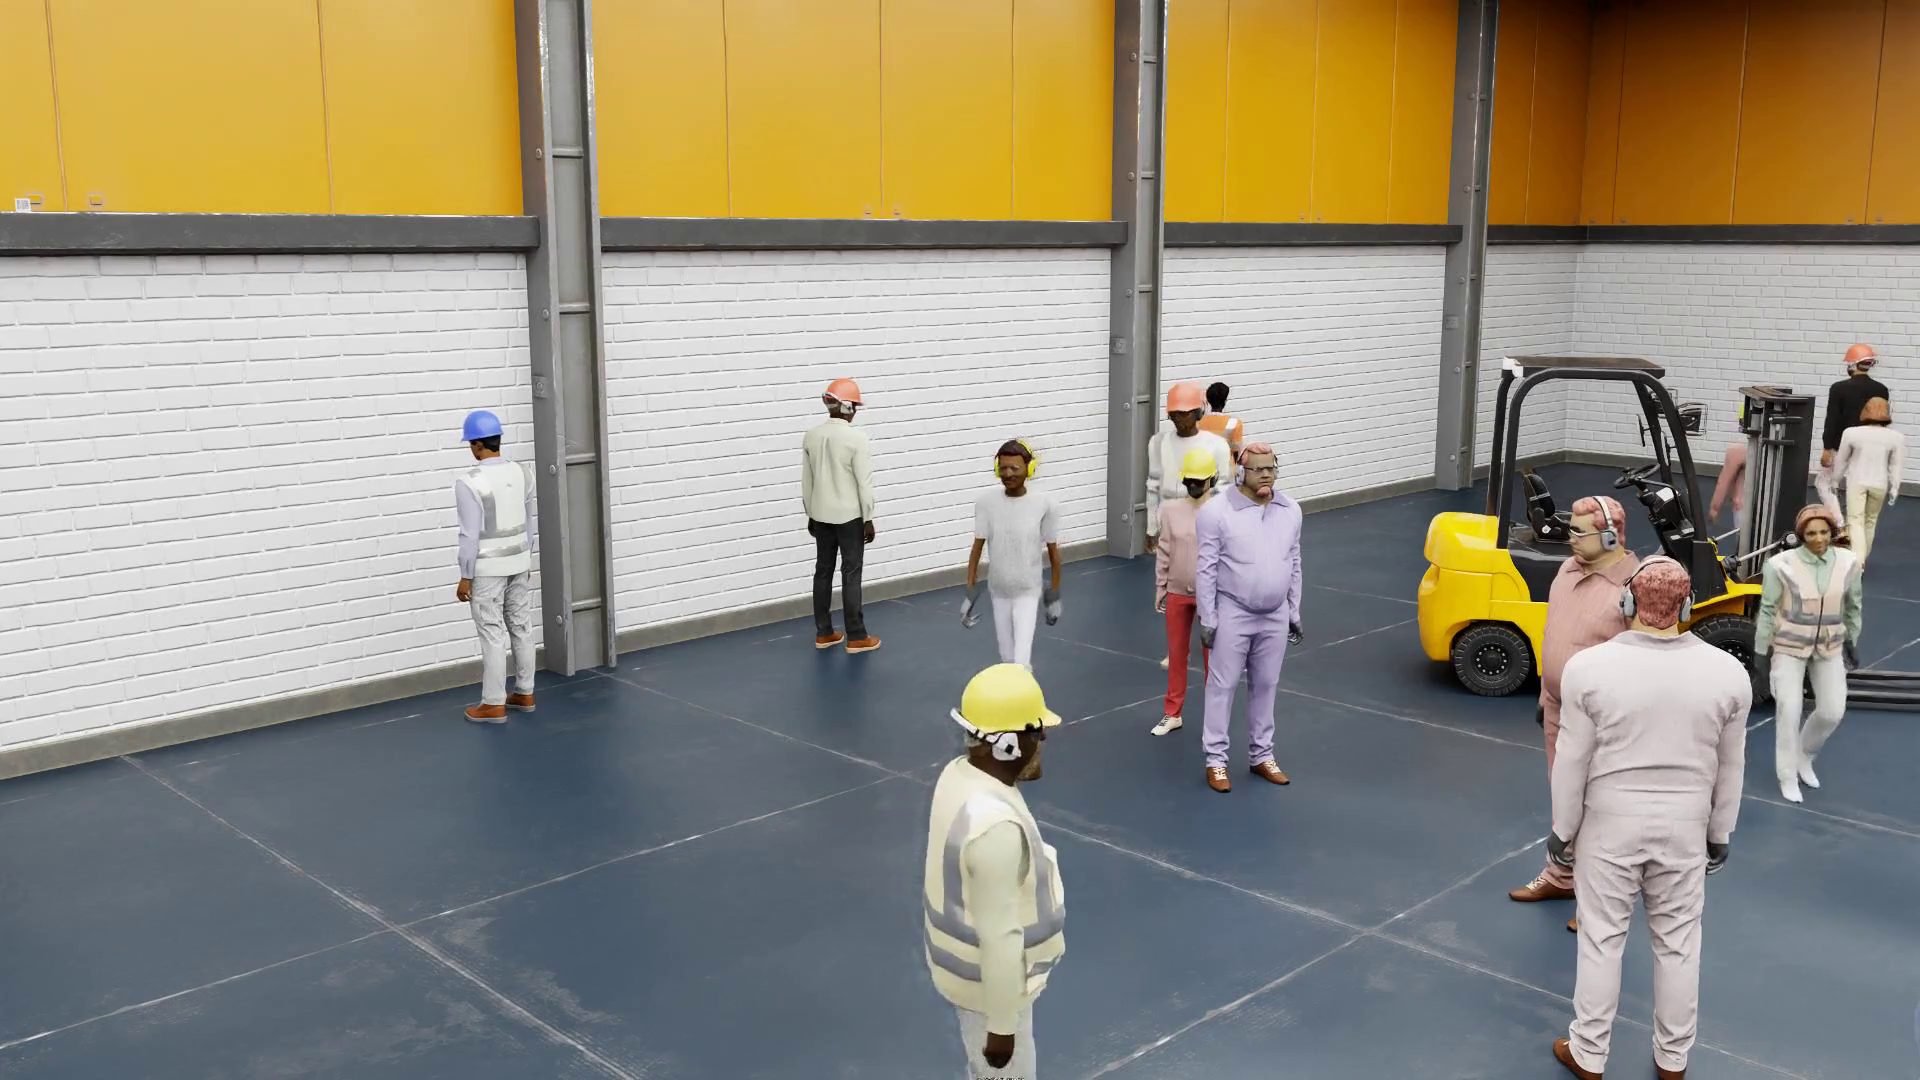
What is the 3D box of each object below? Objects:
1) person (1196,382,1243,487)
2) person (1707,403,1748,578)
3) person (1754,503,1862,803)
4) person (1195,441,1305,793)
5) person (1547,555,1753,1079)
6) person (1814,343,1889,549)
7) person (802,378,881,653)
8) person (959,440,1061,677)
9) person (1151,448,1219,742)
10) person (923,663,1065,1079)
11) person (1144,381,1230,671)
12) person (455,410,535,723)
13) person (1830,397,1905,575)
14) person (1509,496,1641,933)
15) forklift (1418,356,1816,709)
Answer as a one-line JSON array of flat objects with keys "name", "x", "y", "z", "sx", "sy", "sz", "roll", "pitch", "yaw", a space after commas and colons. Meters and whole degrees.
[{"name": "person", "x": 2.312, "y": -0.587, "z": 15.112, "sx": 0.533, "sy": 1.690, "sz": 0.321, "roll": 5, "pitch": 11, "yaw": 25}, {"name": "person", "x": 6.167, "y": -0.255, "z": 13.153, "sx": 0.557, "sy": 1.726, "sz": 0.840, "roll": -3, "pitch": 11, "yaw": -18}, {"name": "person", "x": 4.507, "y": 0.593, "z": 8.861, "sx": 0.561, "sy": 1.616, "sz": 0.423, "roll": 1, "pitch": 10, "yaw": 3}, {"name": "person", "x": 1.593, "y": 0.412, "z": 9.060, "sx": 0.639, "sy": 1.910, "sz": 0.407, "roll": -4, "pitch": 11, "yaw": -19}, {"name": "person", "x": 2.401, "y": 0.997, "z": 5.874, "sx": 0.644, "sy": 1.908, "sz": 0.408, "roll": 1, "pitch": 10, "yaw": 5}, {"name": "person", "x": 8.557, "y": -0.896, "z": 15.989, "sx": 0.658, "sy": 1.978, "sz": 0.440, "roll": -1, "pitch": 10, "yaw": -6}, {"name": "person", "x": -0.861, "y": -0.177, "z": 12.065, "sx": 0.611, "sy": 1.984, "sz": 0.400, "roll": 7, "pitch": 13, "yaw": 35}, {"name": "person", "x": 0.268, "y": 0.346, "z": 9.585, "sx": 0.524, "sy": 1.843, "sz": 0.745, "roll": 4, "pitch": 11, "yaw": 23}, {"name": "person", "x": 1.401, "y": 0.328, "z": 9.917, "sx": 0.523, "sy": 1.765, "sz": 0.316, "roll": 6, "pitch": 12, "yaw": 29}, {"name": "person", "x": 0.017, "y": 1.242, "z": 4.813, "sx": 0.673, "sy": 1.814, "sz": 0.600, "roll": -2, "pitch": 11, "yaw": -10}, {"name": "person", "x": 1.601, "y": -0.107, "z": 11.587, "sx": 0.607, "sy": 2.023, "sz": 0.596, "roll": 7, "pitch": 13, "yaw": 34}, {"name": "person", "x": -2.882, "y": 0.163, "z": 10.321, "sx": 0.391, "sy": 1.944, "sz": 0.603, "roll": 6, "pitch": 12, "yaw": 28}, {"name": "person", "x": 8.027, "y": -0.464, "z": 14.707, "sx": 0.514, "sy": 1.593, "sz": 0.850, "roll": 3, "pitch": 11, "yaw": 17}, {"name": "person", "x": 2.729, "y": 0.747, "z": 7.254, "sx": 0.405, "sy": 1.903, "sz": 0.636, "roll": -4, "pitch": 11, "yaw": -19}, {"name": "forklift", "x": 4.276, "y": -0.101, "z": 11.076, "sx": 2.313, "sy": 2.155, "sz": 1.214, "roll": 2, "pitch": 11, "yaw": 13}]
